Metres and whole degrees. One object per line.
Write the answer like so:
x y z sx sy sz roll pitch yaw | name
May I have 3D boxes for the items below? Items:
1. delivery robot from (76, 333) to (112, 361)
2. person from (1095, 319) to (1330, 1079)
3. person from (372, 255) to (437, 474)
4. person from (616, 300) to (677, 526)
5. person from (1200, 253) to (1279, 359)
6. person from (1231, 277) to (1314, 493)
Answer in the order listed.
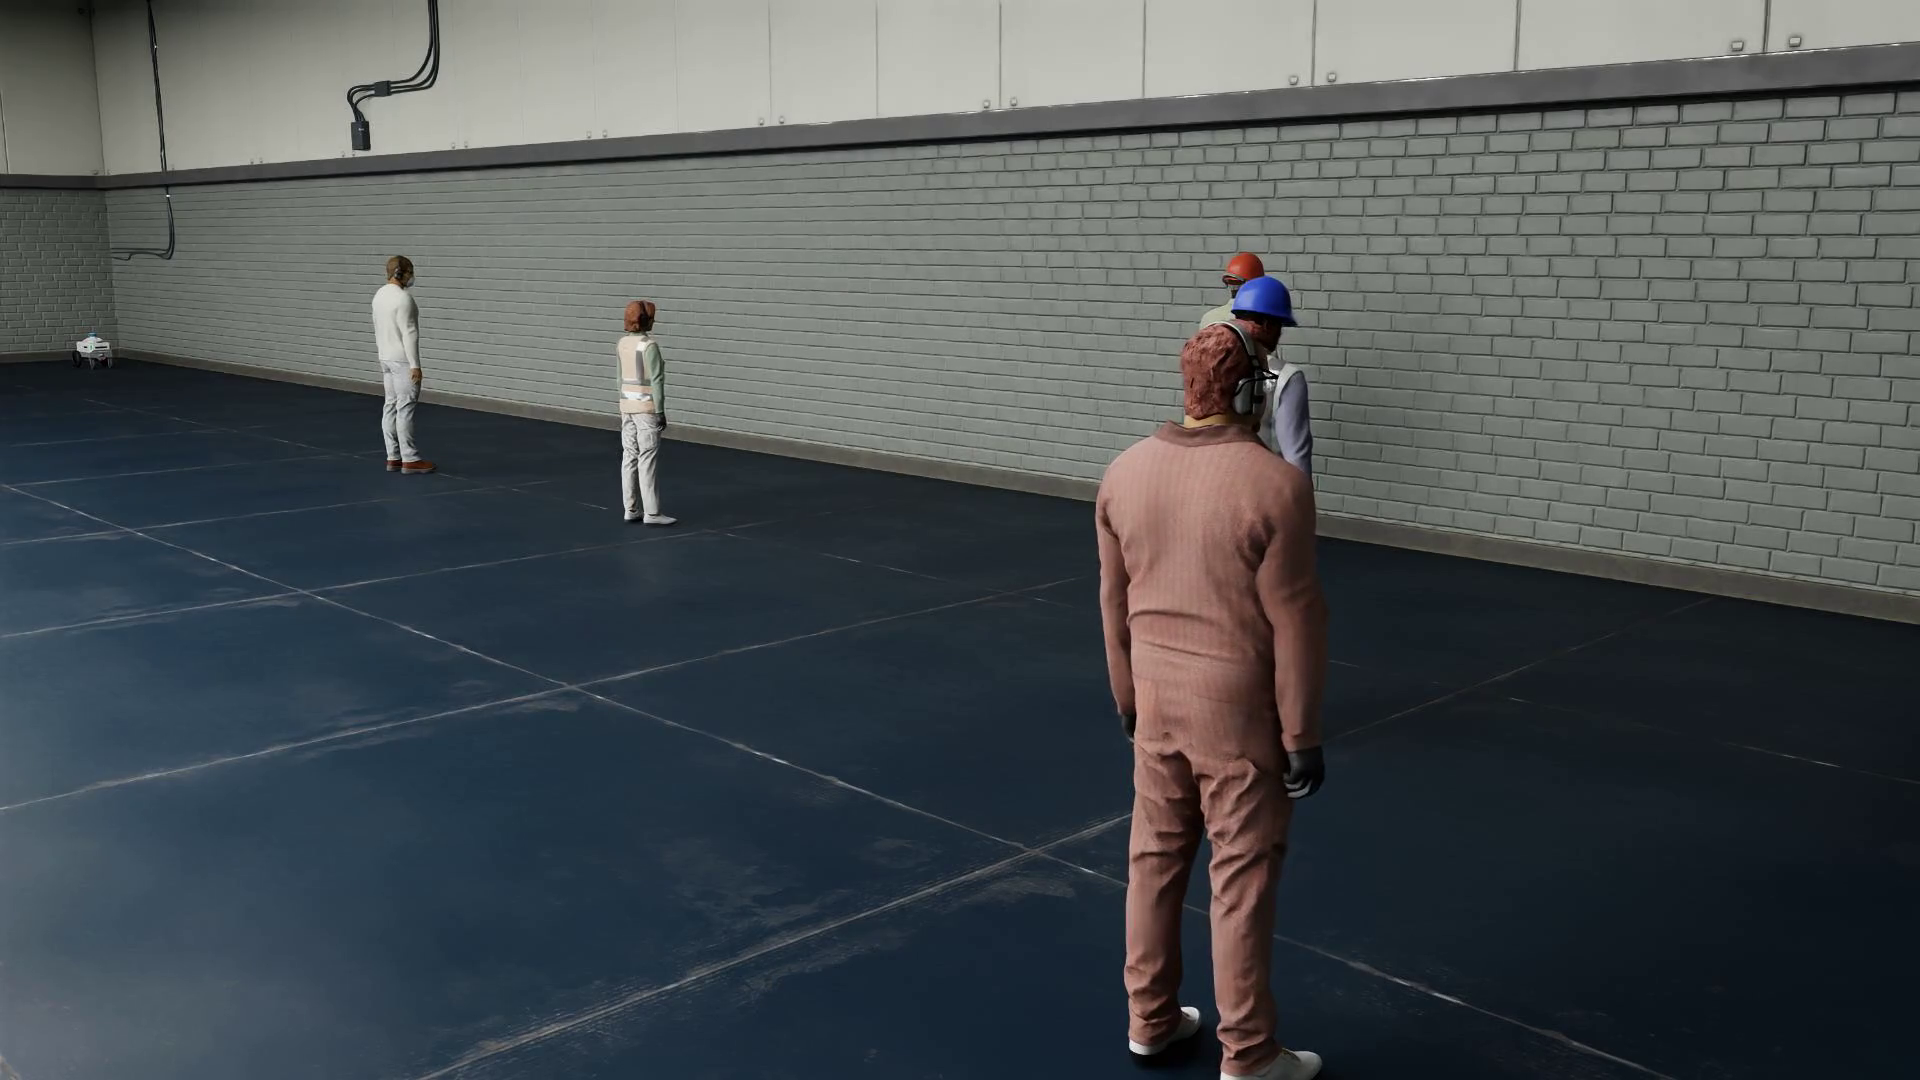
-13.955 -3.092 26.803 0.477 0.478 0.707 -10 14 -44 | delivery robot
0.646 0.415 4.128 0.406 1.911 0.638 -10 14 -43 | person
-5.009 -1.575 14.910 0.370 1.934 0.627 -10 14 -43 | person
-2.326 -0.929 12.181 0.311 1.642 0.514 -10 14 -43 | person
1.841 -0.875 10.922 0.378 1.996 0.610 -10 14 -43 | person
1.225 -0.126 6.997 0.402 1.937 0.603 -10 14 -43 | person
